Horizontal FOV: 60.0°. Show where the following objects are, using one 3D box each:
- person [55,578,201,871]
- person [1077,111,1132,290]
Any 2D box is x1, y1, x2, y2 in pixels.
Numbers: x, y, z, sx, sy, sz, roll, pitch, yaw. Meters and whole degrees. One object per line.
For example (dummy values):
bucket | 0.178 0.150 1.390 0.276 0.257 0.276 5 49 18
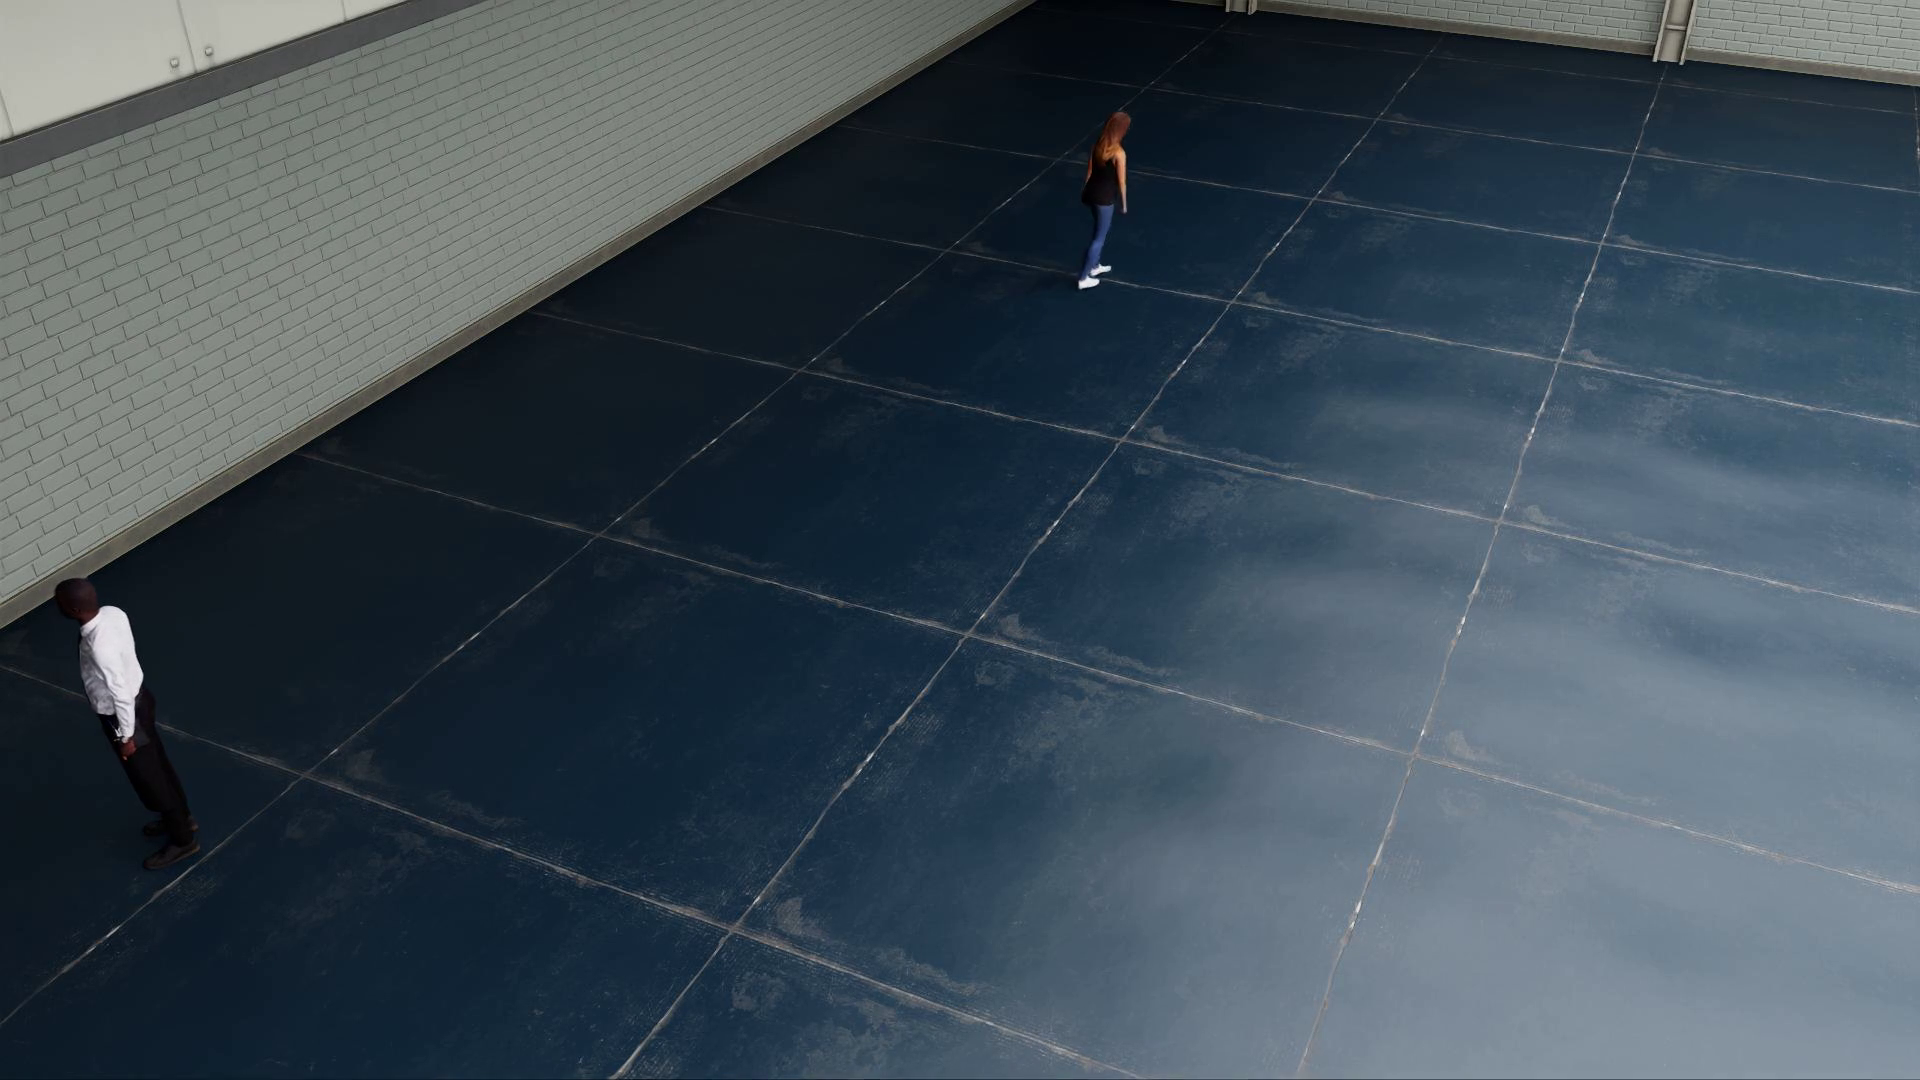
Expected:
person | -4.476 0.964 8.968 0.765 1.834 0.703 -12 34 -18
person | 1.269 -3.186 15.692 0.830 1.678 0.795 -24 40 -33
